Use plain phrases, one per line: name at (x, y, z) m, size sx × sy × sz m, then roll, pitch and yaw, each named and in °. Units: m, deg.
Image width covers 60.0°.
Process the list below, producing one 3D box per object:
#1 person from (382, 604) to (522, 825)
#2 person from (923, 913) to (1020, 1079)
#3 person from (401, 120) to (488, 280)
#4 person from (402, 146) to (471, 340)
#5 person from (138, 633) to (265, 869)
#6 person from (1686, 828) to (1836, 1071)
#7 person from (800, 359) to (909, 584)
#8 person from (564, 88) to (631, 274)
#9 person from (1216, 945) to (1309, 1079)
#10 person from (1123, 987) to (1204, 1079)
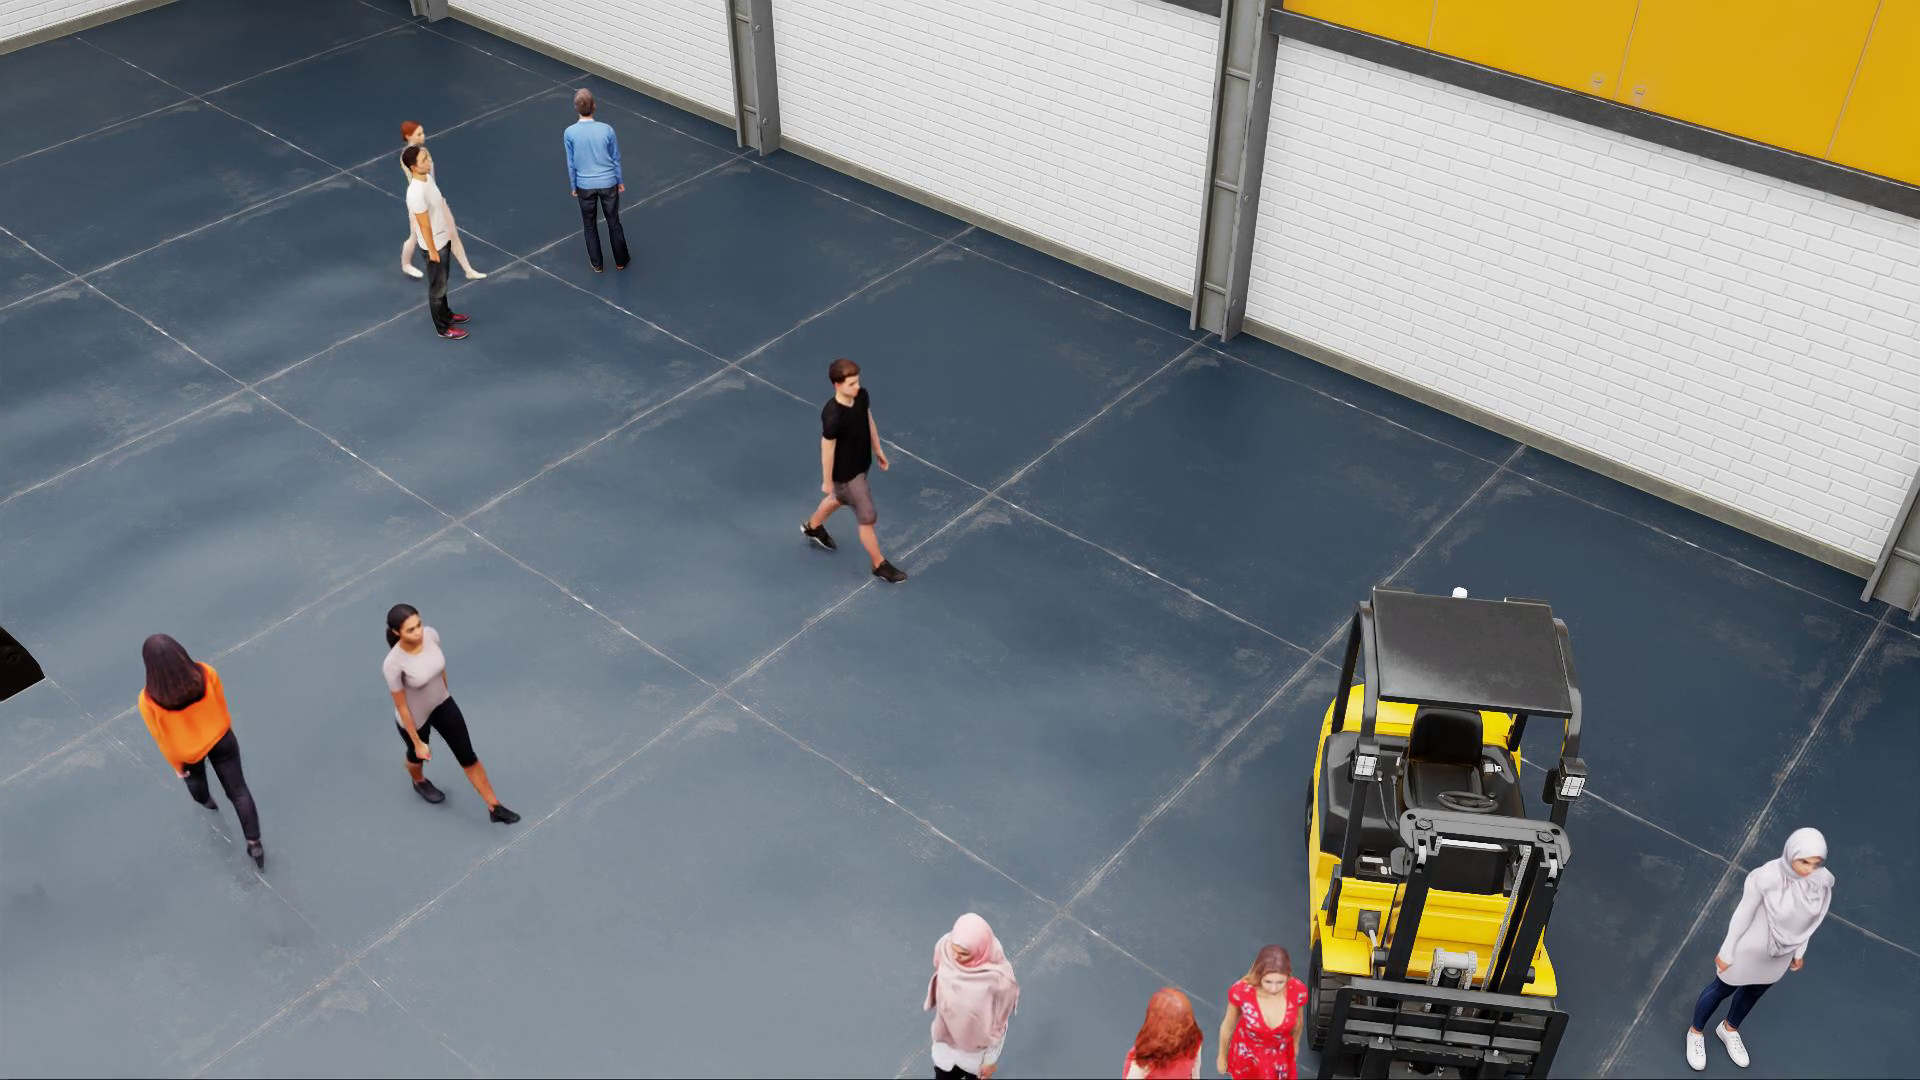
person at (-3.363, 1.063, 10.279) m, size 1.167 × 1.699 × 0.719 m, roll 22°, pitch 43°, yaw 25°
person at (0.107, 2.439, 8.482) m, size 0.715 × 1.791 × 0.758 m, roll 21°, pitch 43°, yaw 24°
person at (-5.094, -3.140, 15.621) m, size 1.129 × 1.600 × 0.799 m, roll 12°, pitch 40°, yaw 15°
person at (-4.725, -2.673, 14.872) m, size 0.772 × 1.804 × 0.709 m, roll -3°, pitch 39°, yaw -4°
person at (-4.501, 1.294, 9.984) m, size 0.764 × 1.706 × 1.145 m, roll -26°, pitch 46°, yaw -29°
person at (4.255, 2.164, 8.839) m, size 0.674 × 1.776 × 0.744 m, roll -2°, pitch 39°, yaw -2°
person at (-0.875, -0.570, 12.218) m, size 1.283 × 1.831 × 0.889 m, roll 16°, pitch 41°, yaw 19°
person at (-3.450, -3.404, 15.775) m, size 0.745 × 1.820 × 0.781 m, roll -7°, pitch 39°, yaw -9°
person at (1.536, 2.535, 8.531) m, size 0.731 × 1.580 × 0.794 m, roll 1°, pitch 39°, yaw 2°
person at (0.991, 2.853, 7.964) m, size 0.758 × 1.790 × 1.189 m, roll -28°, pitch 46°, yaw -30°
